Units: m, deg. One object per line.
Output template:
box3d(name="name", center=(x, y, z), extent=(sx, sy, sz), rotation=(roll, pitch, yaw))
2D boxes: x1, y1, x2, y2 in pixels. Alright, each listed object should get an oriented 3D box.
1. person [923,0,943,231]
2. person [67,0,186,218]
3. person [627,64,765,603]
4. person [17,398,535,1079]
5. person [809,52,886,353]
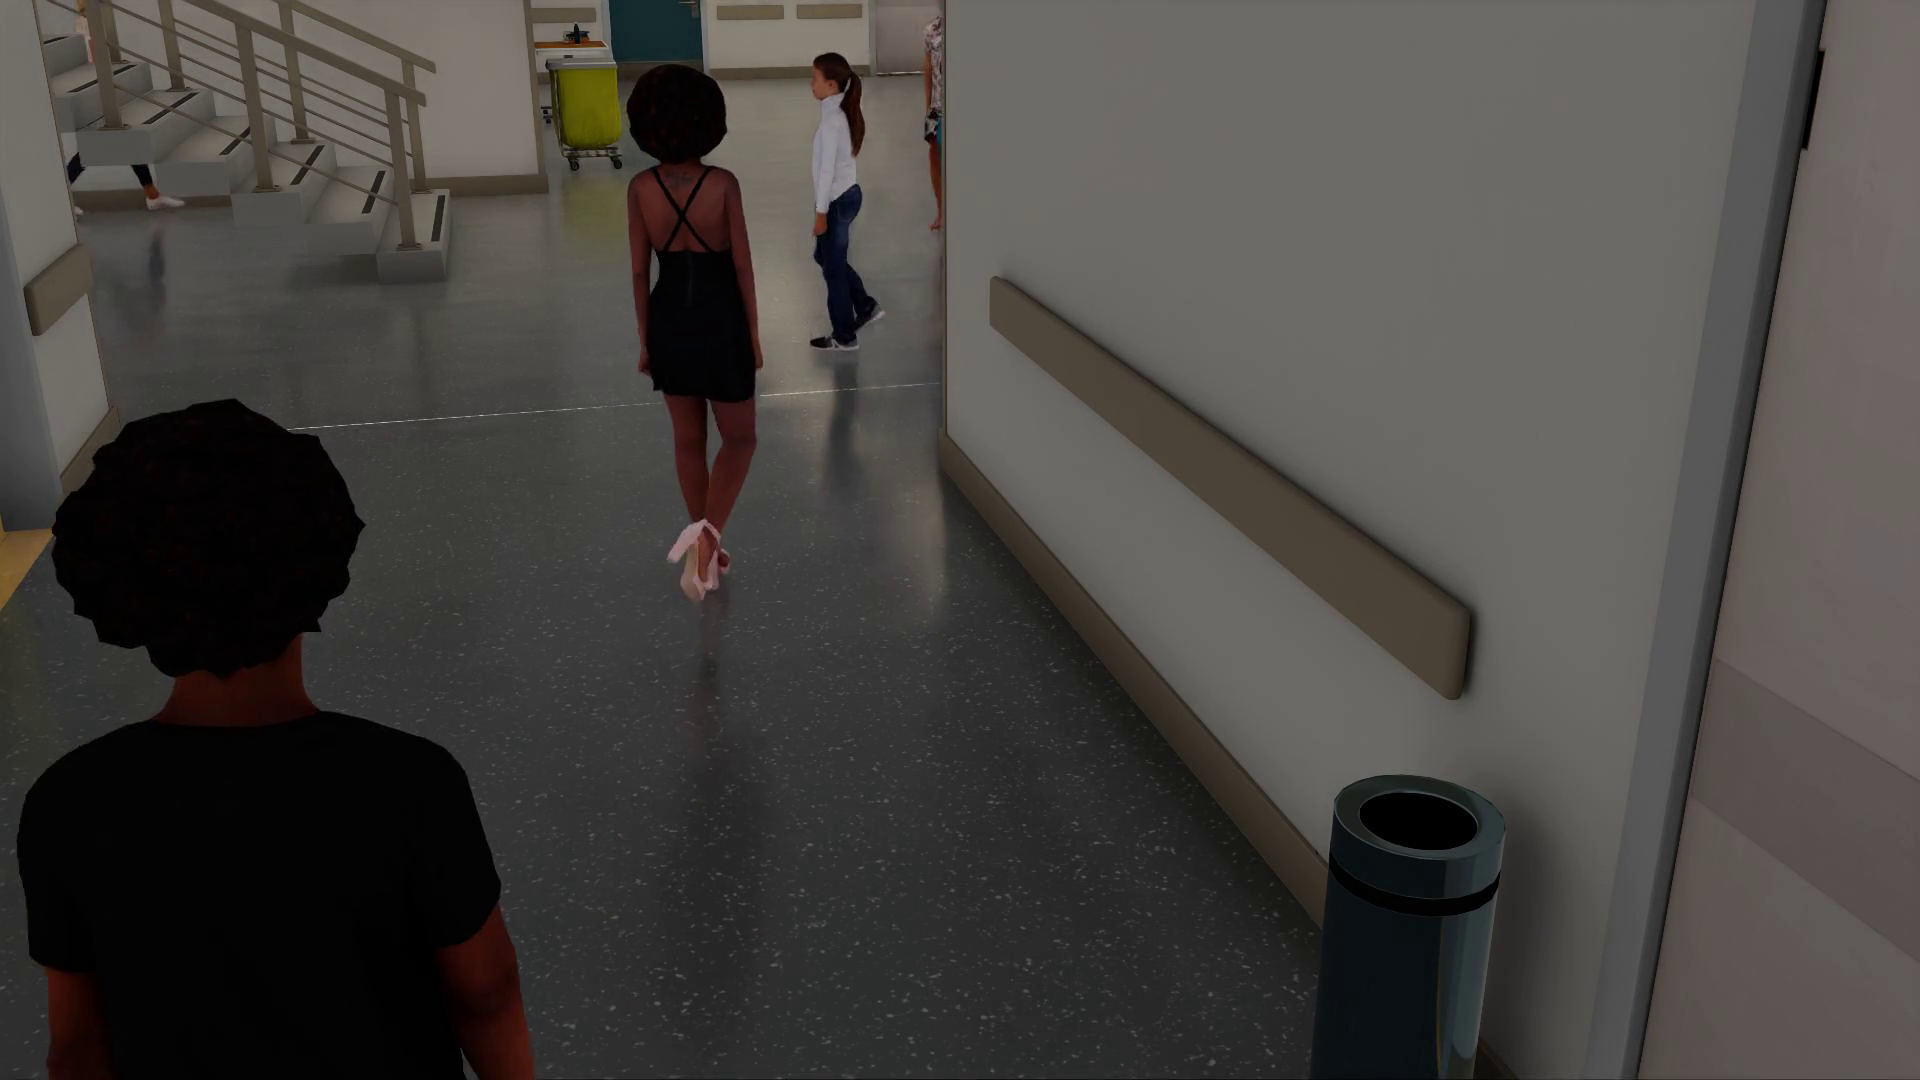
box3d(name="person", center=(-0.004, -3.238, 12.309), extent=(0.868, 1.791, 0.932), rotation=(3, 21, 8))
box3d(name="person", center=(-6.560, -3.318, 12.543), extent=(1.194, 1.774, 0.720), rotation=(-8, 22, -20))
box3d(name="person", center=(-0.852, -0.593, 5.354), extent=(0.955, 1.771, 0.850), rotation=(3, 21, 7))
box3d(name="person", center=(-0.725, 0.758, 1.824), extent=(1.083, 1.744, 0.831), rotation=(-2, 21, -5))
box3d(name="person", center=(-0.565, -1.751, 8.729), extent=(0.719, 1.545, 0.648), rotation=(4, 21, 9))
